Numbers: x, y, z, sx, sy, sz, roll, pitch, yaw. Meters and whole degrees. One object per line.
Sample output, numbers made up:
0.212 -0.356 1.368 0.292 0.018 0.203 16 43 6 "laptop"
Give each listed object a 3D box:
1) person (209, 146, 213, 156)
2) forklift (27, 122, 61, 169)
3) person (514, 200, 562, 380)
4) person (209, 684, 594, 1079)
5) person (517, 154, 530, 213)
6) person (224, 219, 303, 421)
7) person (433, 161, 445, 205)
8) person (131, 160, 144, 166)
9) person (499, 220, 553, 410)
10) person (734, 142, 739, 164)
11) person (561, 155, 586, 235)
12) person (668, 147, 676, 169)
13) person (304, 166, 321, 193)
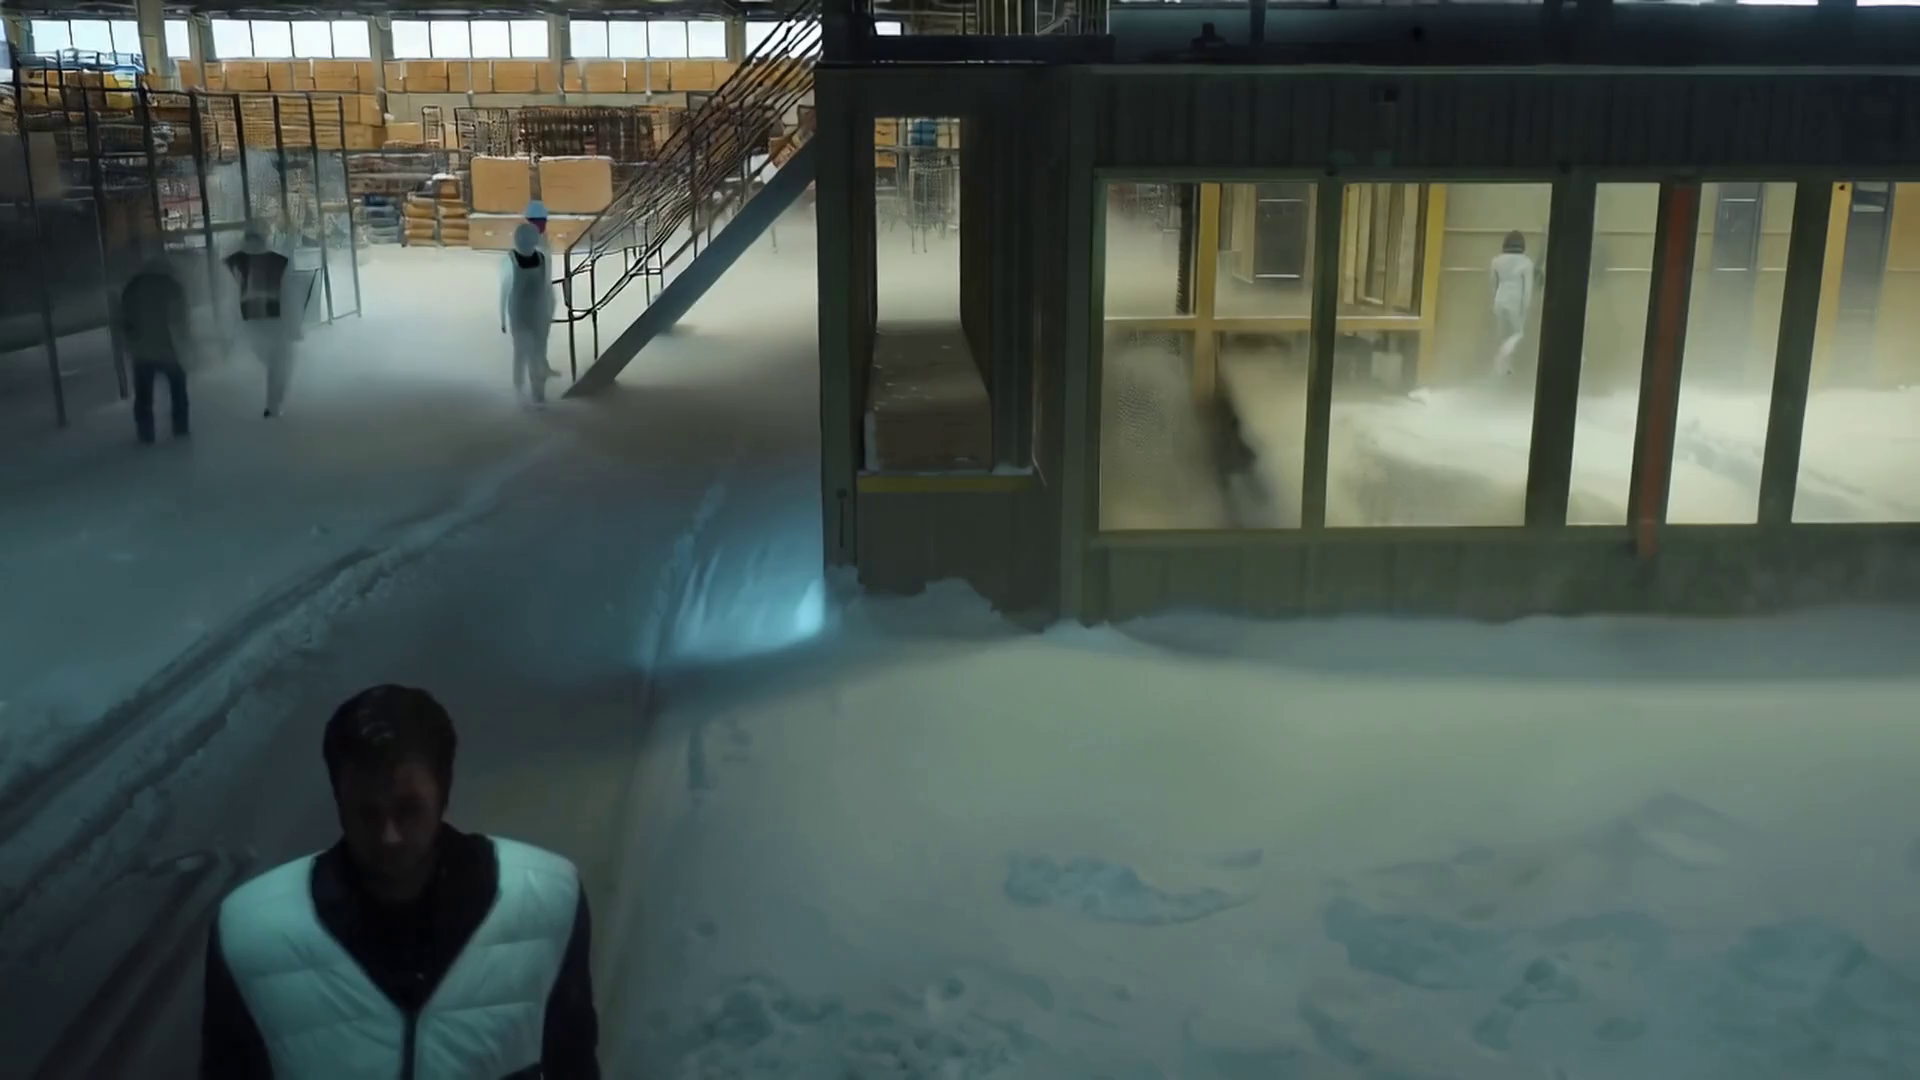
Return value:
-39.792 -20.203 87.910 0.628 1.973 0.795 -8 16 -29 "person"
-35.376 -14.773 64.377 1.129 2.768 1.873 -1 14 -2 "forklift"
-4.573 -2.713 18.093 0.373 1.932 0.549 6 15 22 "person"
-0.886 1.135 2.759 0.588 1.913 0.391 -5 15 -21 "person"
-11.962 -9.660 45.859 0.378 1.932 0.551 2 14 7 "person"
-6.544 -2.071 15.679 0.612 1.872 1.014 -3 14 -13 "person"
-16.581 -11.323 53.210 0.512 1.586 0.865 8 16 28 "person"
-34.574 -15.618 69.920 0.598 1.816 0.697 -3 14 -10 "person"
-4.207 -2.181 16.174 0.537 1.830 0.431 -10 17 -34 "person"
-11.582 -19.582 85.749 0.757 1.819 0.607 3 14 11 "person"
-9.695 -8.622 41.628 0.810 1.964 0.664 4 15 16 "person"
-12.838 -16.707 74.396 0.411 1.748 0.539 5 15 18 "person"
-15.495 -8.049 39.766 0.962 1.761 0.608 -11 18 -36 "person"
